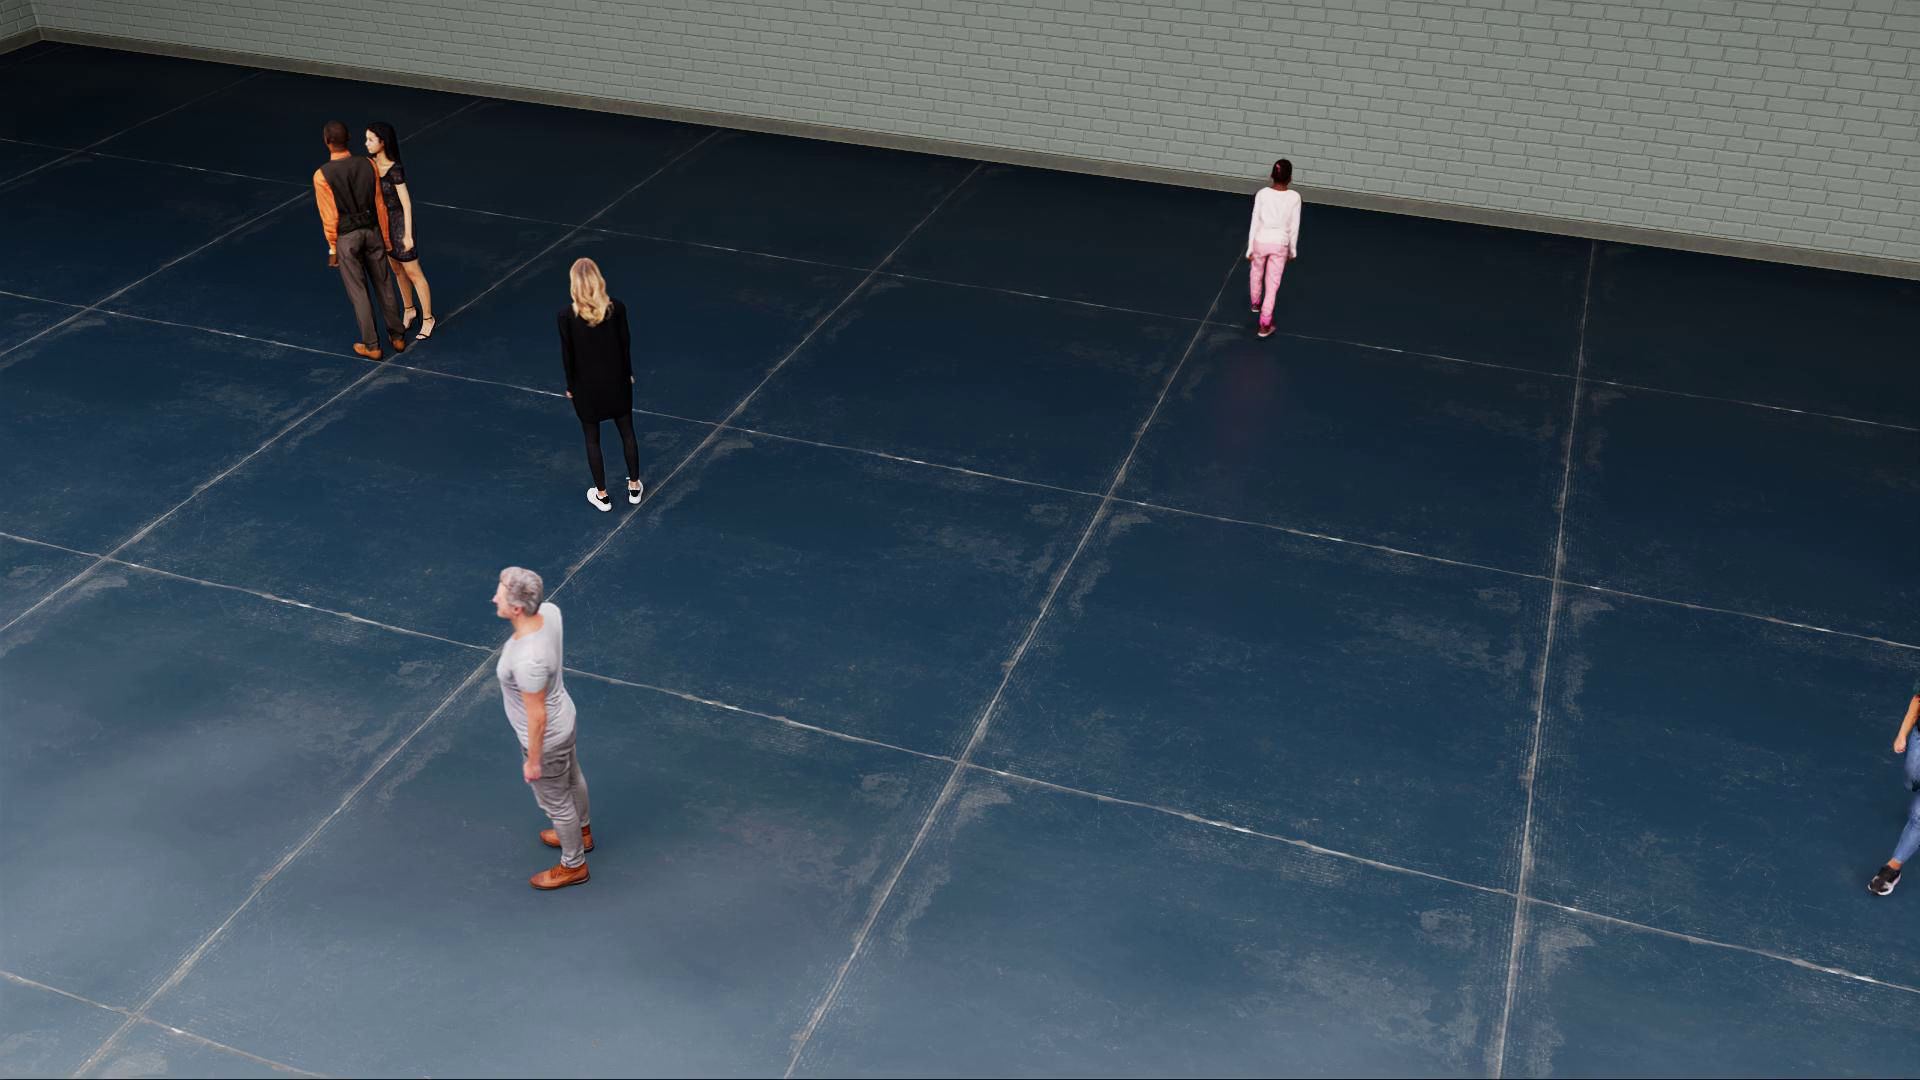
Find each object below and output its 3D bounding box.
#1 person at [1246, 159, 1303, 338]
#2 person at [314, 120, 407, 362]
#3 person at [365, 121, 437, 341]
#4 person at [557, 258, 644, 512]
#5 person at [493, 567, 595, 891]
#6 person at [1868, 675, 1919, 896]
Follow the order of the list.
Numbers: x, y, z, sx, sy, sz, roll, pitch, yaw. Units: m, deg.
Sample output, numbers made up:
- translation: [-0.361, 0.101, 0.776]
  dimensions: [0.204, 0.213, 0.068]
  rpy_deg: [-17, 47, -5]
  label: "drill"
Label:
- translation: [2.507, -2.357, 13.469]
  dimensions: [0.570, 1.405, 0.924]
  rpy_deg: [9, 34, 14]
  label: "person"
- translation: [-4.681, -2.334, 12.972]
  dimensions: [0.719, 1.908, 0.850]
  rpy_deg: [-27, 42, -35]
  label: "person"
- translation: [-4.486, -2.466, 13.282]
  dimensions: [0.662, 1.791, 0.607]
  rpy_deg: [25, 40, 33]
  label: "person"
- translation: [-2.390, -1.029, 11.063]
  dimensions: [0.671, 1.801, 0.729]
  rpy_deg: [-14, 36, -21]
  label: "person"
- translation: [-1.998, 0.902, 8.065]
  dimensions: [0.824, 1.832, 0.650]
  rpy_deg: [-1, 33, -2]
  label: "person"
- translation: [4.866, 0.972, 8.177]
  dimensions: [1.127, 1.593, 0.897]
  rpy_deg: [-27, 42, -35]
  label: "person"
